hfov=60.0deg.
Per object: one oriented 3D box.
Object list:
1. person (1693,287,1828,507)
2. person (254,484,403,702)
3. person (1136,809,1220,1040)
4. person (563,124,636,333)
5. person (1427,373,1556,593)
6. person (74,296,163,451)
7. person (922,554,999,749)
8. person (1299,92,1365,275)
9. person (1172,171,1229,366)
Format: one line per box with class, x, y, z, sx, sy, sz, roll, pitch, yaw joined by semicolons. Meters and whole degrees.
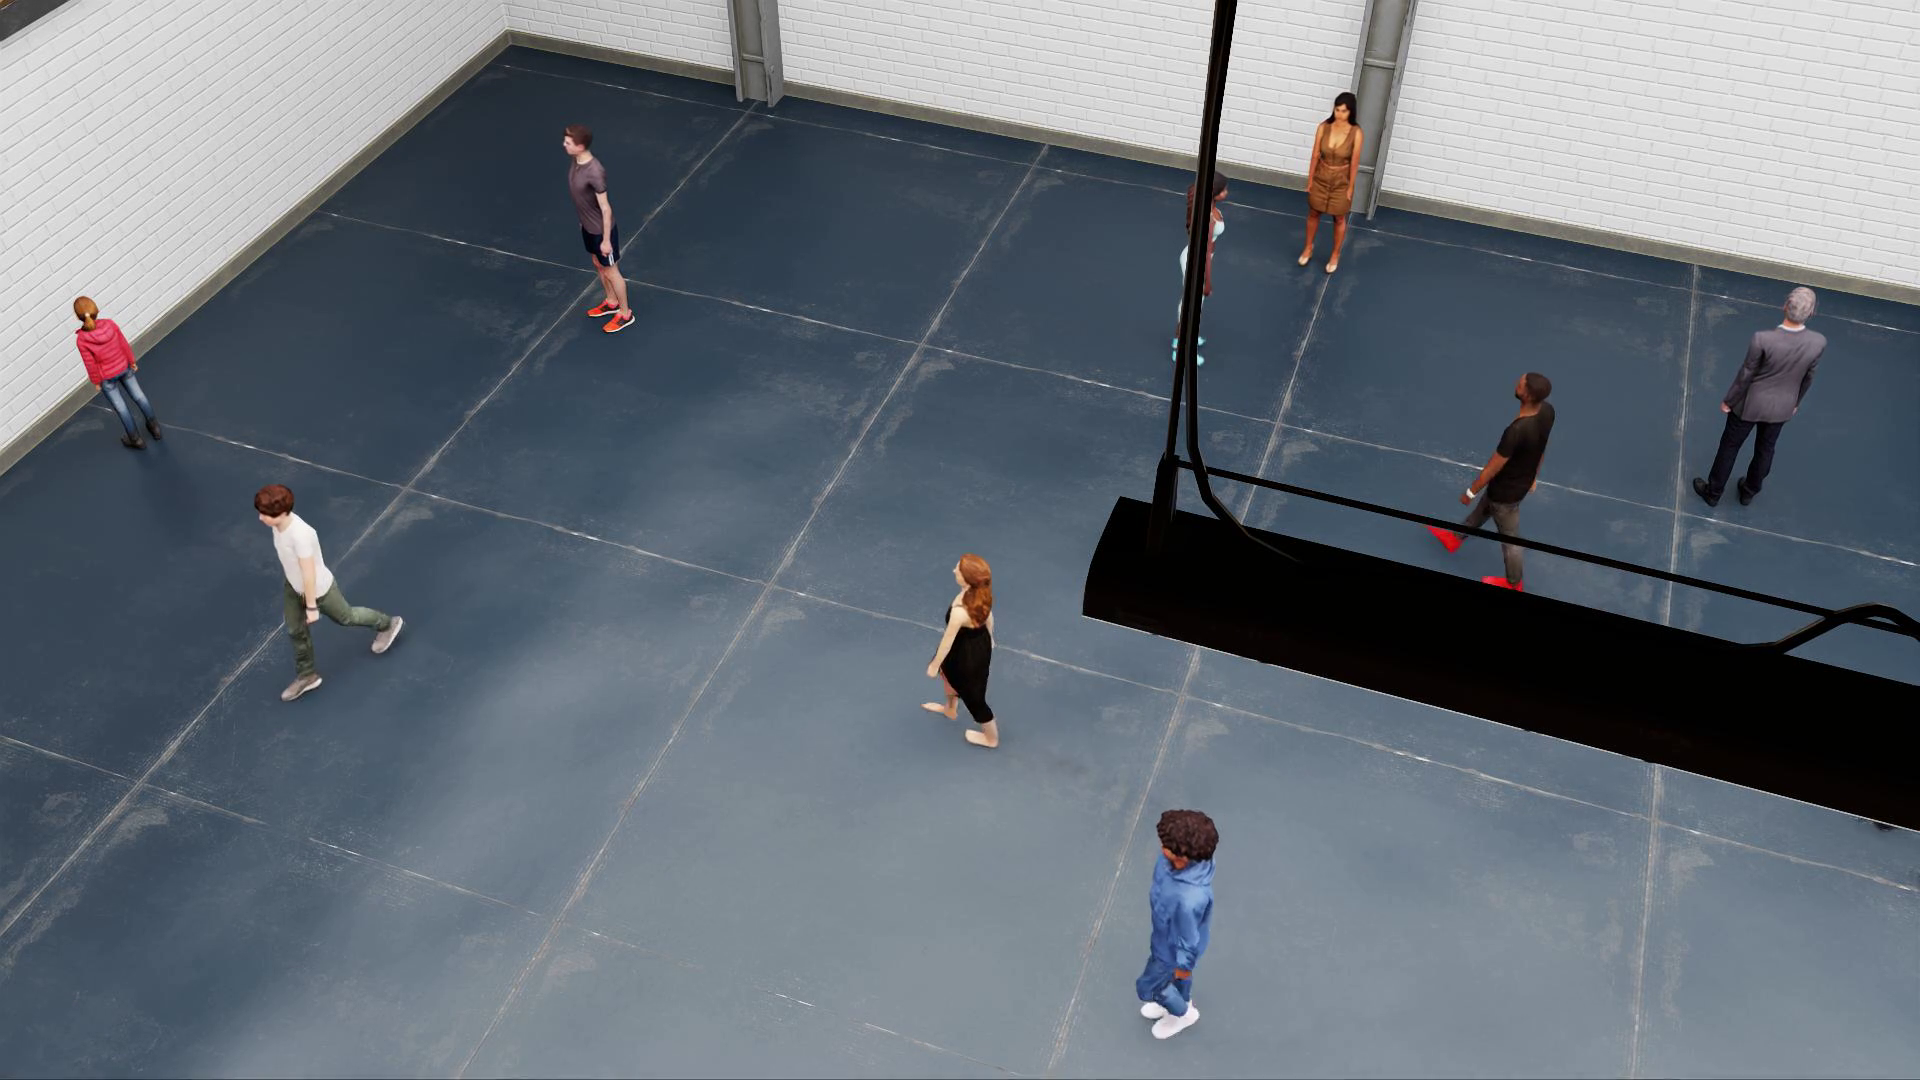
person;5.709;-0.993;11.815;0.667;1.835;0.838;1;44;1
person;-4.069;0.269;10.647;1.135;1.618;0.866;28;50;26
person;1.218;2.029;8.670;0.743;1.797;0.766;-1;44;-1
person;-2.918;-2.528;13.414;0.792;1.851;0.690;-25;49;-24
person;3.769;-0.315;11.151;1.197;1.769;0.966;33;53;30
person;-6.340;-1.258;12.469;0.557;1.317;0.568;27;50;26
person;0.138;0.728;10.174;0.782;1.607;0.577;15;46;15
person;3.145;-3.024;14.055;0.486;1.686;0.630;19;47;19
person;1.867;-2.156;13.117;0.652;1.723;0.644;-3;44;-3
